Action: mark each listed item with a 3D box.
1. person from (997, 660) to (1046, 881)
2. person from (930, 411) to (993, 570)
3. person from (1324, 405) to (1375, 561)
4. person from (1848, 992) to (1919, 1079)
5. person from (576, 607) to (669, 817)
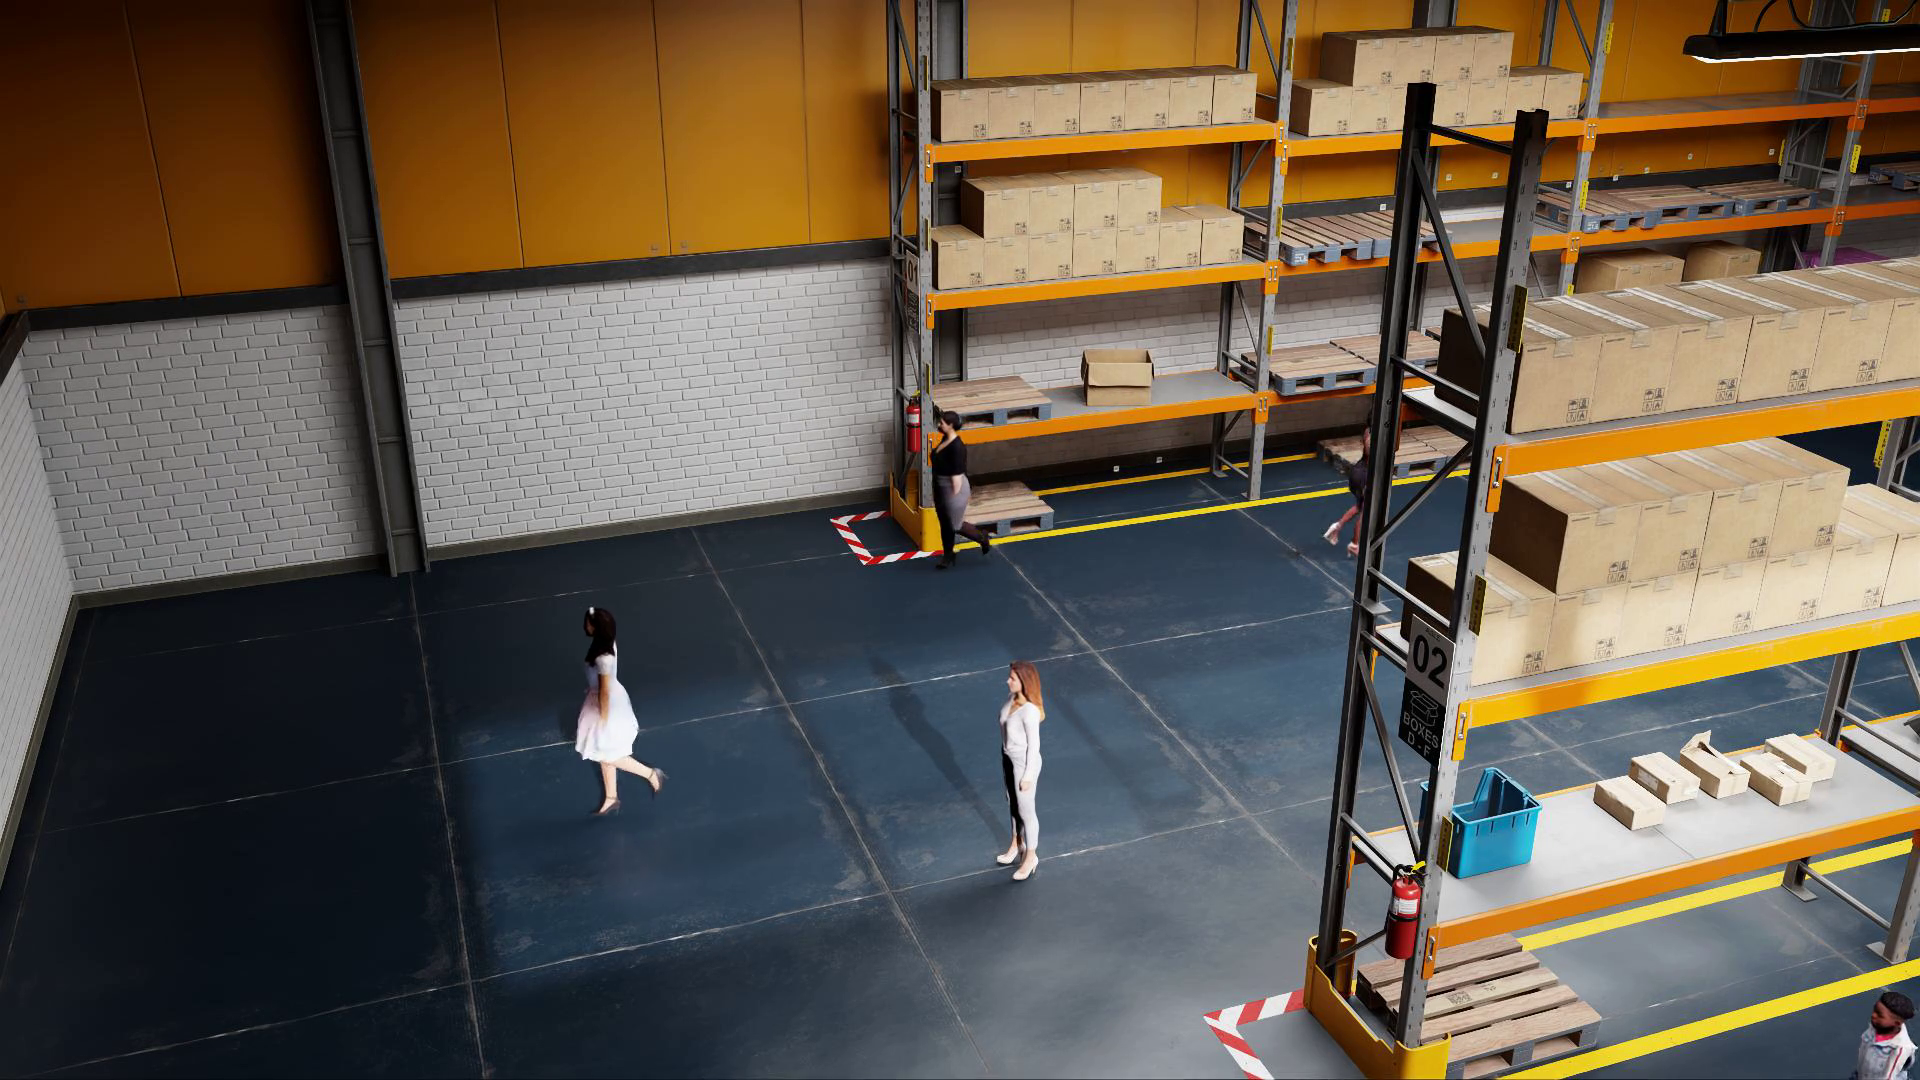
[{"bbox_3d":[0.448,1.666,12.169,0.542,1.769,0.587,-10,26,-22],"label":"person"},{"bbox_3d":[0.003,-0.494,17.138,0.864,1.746,0.675,-7,25,-16],"label":"person"},{"bbox_3d":[4.141,-0.608,17.376,0.906,1.766,0.742,0,24,0],"label":"person"},{"bbox_3d":[5.320,3.115,9.509,0.703,1.245,0.570,-3,24,-7],"label":"person"},{"bbox_3d":[-2.636,1.356,12.838,0.948,1.802,0.743,-5,24,-10],"label":"person"}]
